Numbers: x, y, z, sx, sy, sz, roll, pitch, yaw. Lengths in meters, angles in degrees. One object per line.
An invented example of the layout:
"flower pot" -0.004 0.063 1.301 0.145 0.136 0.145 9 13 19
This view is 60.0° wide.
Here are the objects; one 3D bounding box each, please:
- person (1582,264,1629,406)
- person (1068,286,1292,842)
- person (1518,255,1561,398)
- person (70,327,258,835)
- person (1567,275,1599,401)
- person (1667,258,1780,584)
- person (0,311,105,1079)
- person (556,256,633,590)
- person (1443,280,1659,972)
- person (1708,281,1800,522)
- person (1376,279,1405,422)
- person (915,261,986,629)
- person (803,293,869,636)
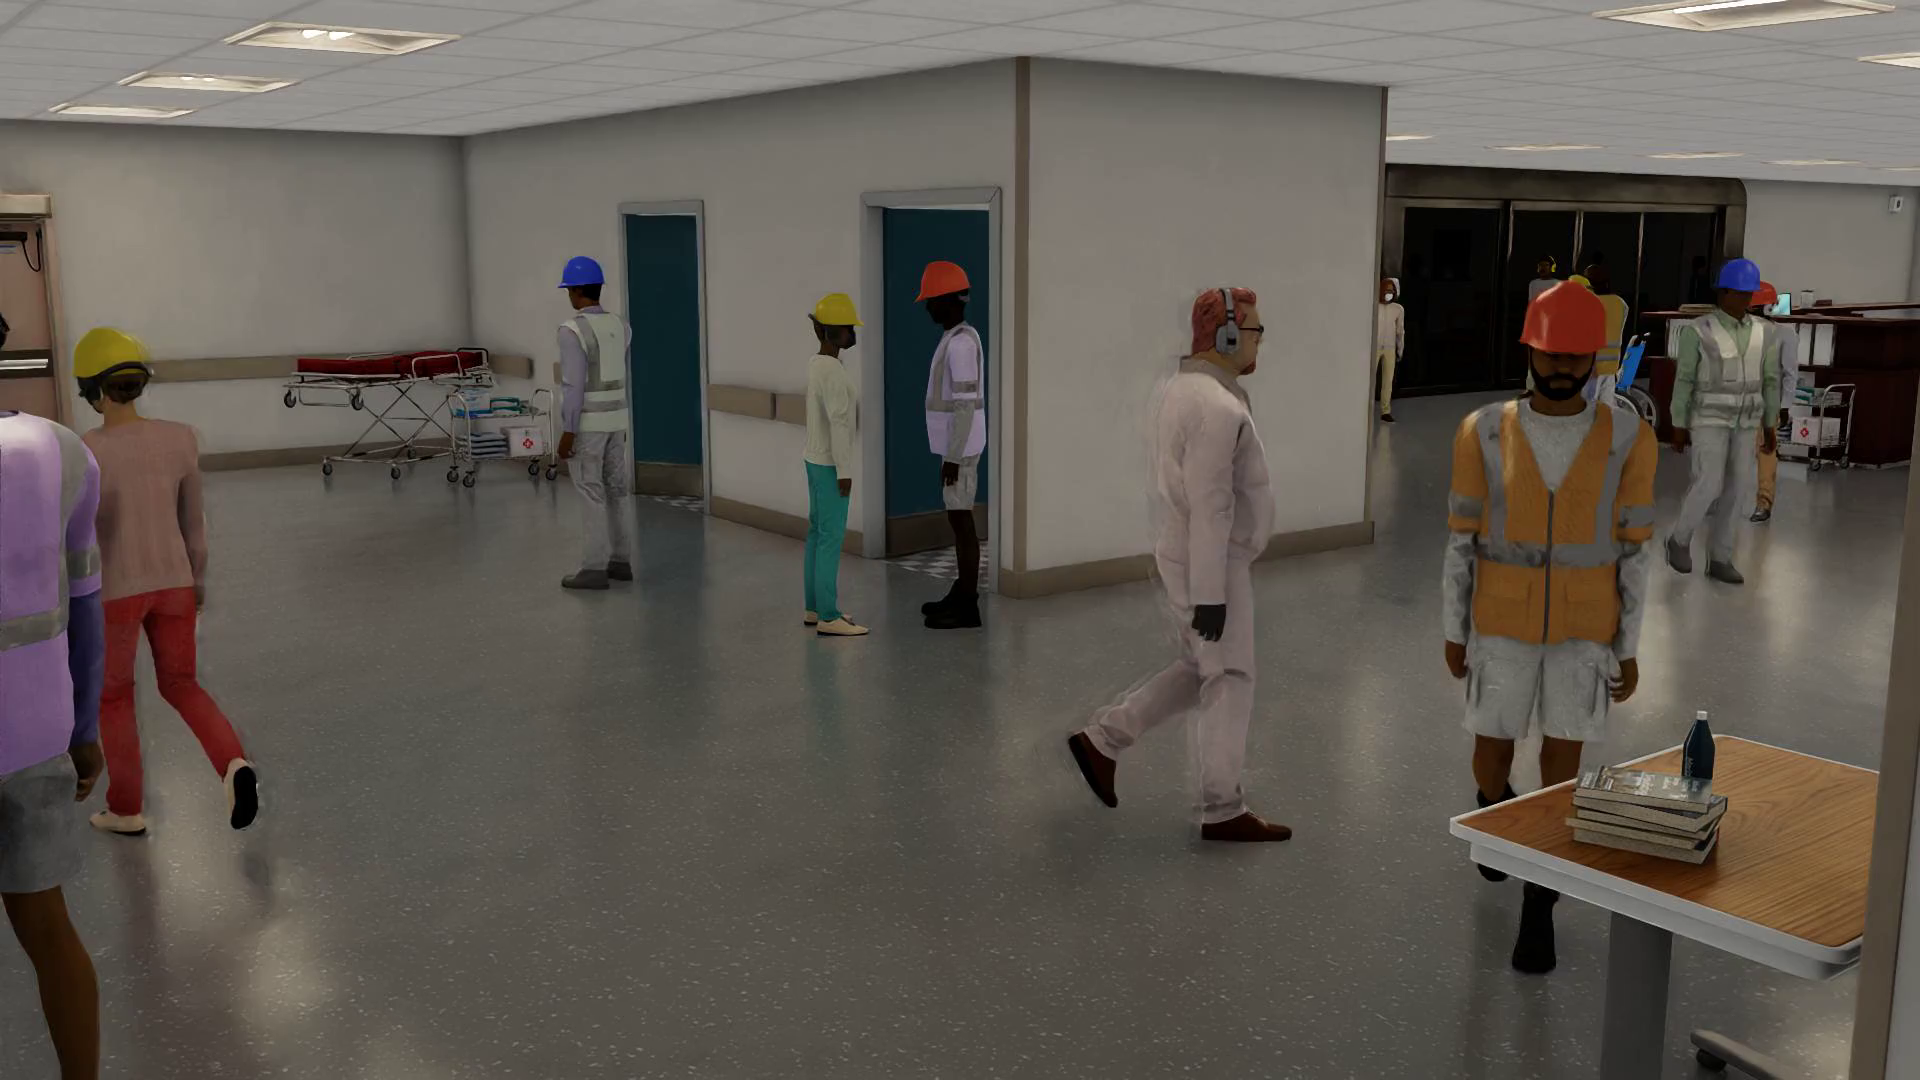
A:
"person" 5.433 -1.440 14.324 0.624 1.841 0.430 -5 11 -28
"person" 0.764 0.097 5.589 0.669 1.889 0.648 0 10 1
"person" 7.607 -2.775 21.706 0.519 1.873 0.328 9 13 40
"person" -2.716 0.167 5.552 0.648 1.749 0.534 7 12 33
"person" 5.118 -1.314 13.836 0.337 1.761 0.526 9 13 40
"person" 4.567 -0.698 9.904 0.610 1.935 0.427 -2 10 -10
"person" -2.041 0.410 3.423 0.404 2.030 0.620 3 11 18
"person" -2.163 -0.681 9.773 0.407 1.944 0.622 4 11 22
"person" 1.677 0.220 4.786 0.549 1.924 0.631 3 11 18
"person" 5.787 -1.008 12.140 0.340 1.748 0.568 -7 12 -34
"person" 4.777 -2.135 18.819 0.506 1.627 0.288 -1 10 -7
"person" -0.050 -0.494 8.763 0.374 1.929 0.542 0 10 -1
"person" -0.649 -0.391 8.644 0.320 1.767 0.534 -3 11 -17
